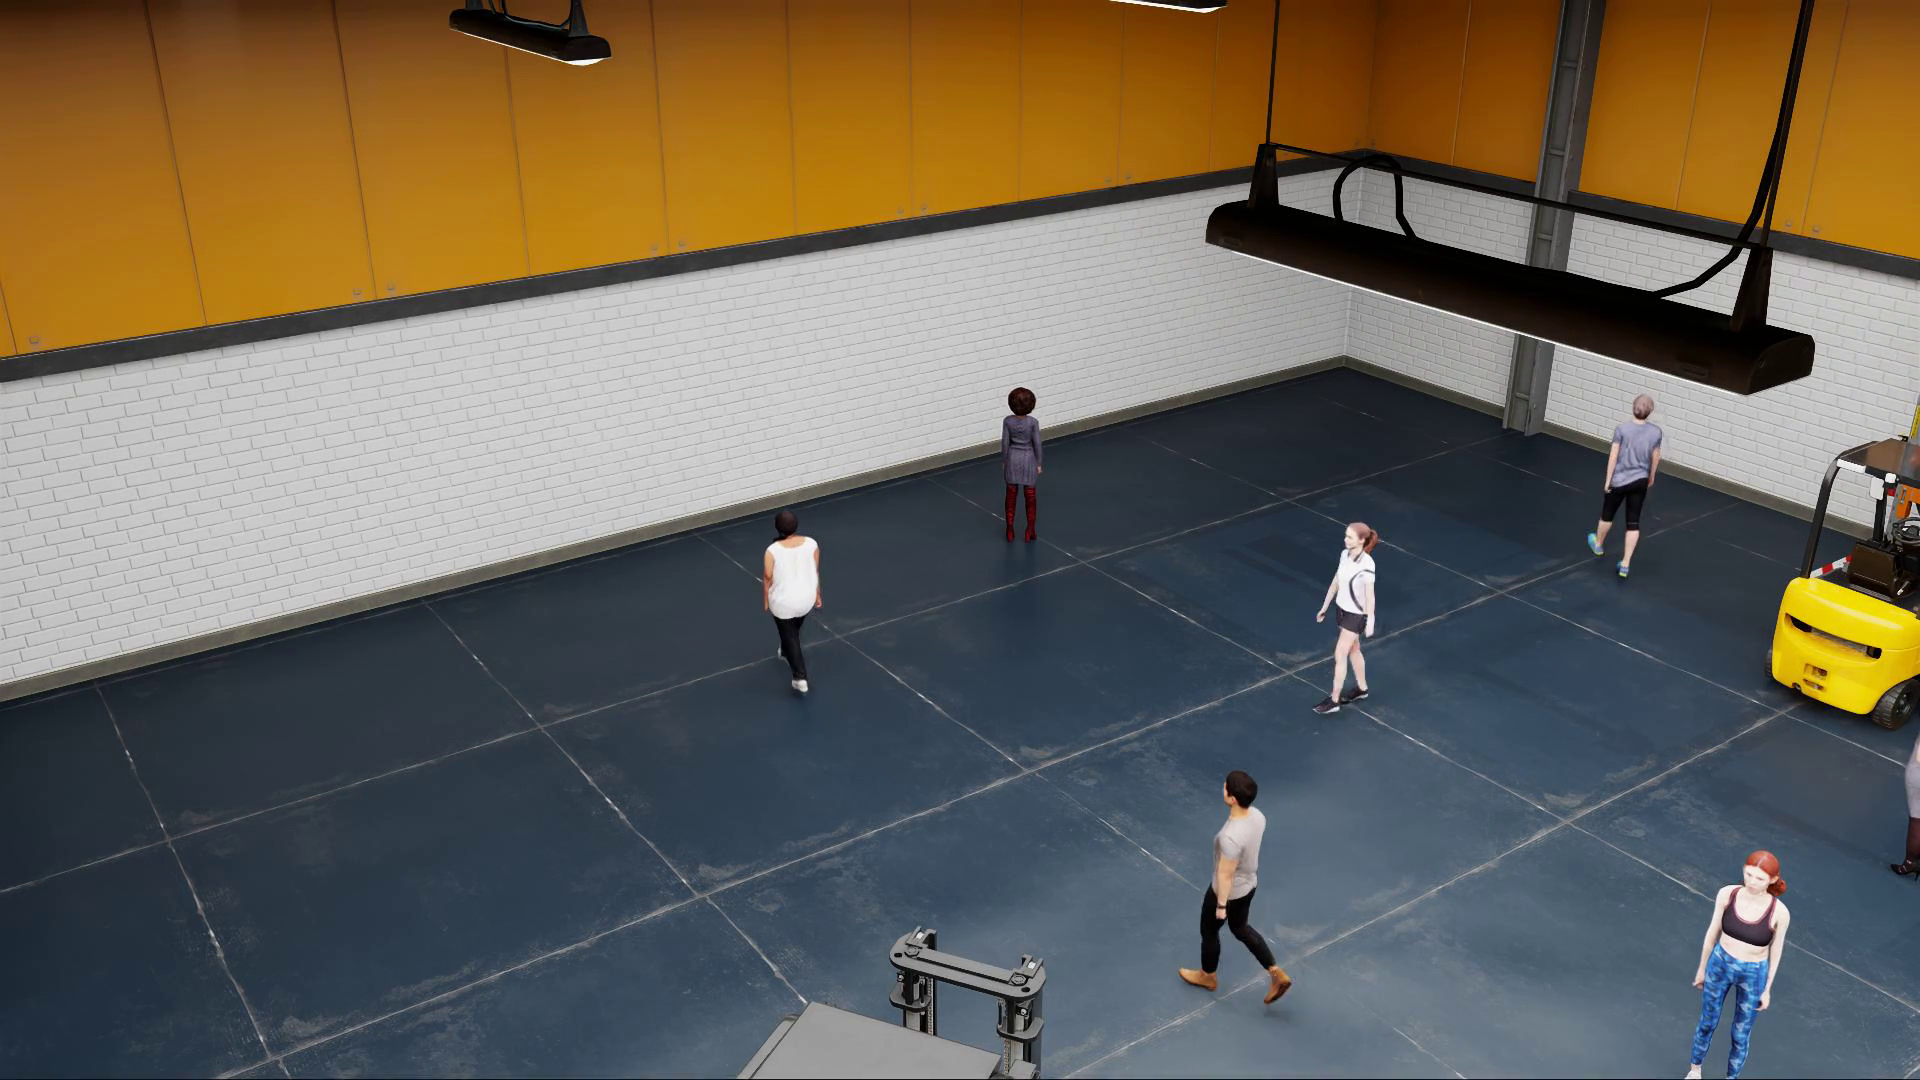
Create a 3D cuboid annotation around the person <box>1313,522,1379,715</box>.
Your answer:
[{"bbox_3d":[3.471,0.644,14.389,0.775,1.727,0.881,-8,25,-17],"label":"person"}]

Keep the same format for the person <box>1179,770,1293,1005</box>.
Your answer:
[{"bbox_3d":[1.828,2.269,10.705,1.071,1.700,0.788,18,29,35],"label":"person"}]

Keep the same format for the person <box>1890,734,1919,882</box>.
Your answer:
[{"bbox_3d":[7.112,1.662,12.018,0.744,1.760,0.733,-6,24,-14],"label":"person"}]

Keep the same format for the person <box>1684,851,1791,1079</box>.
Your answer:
[{"bbox_3d":[4.581,2.607,9.824,0.609,1.785,0.706,17,29,34],"label":"person"}]

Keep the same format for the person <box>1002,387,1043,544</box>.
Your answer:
[{"bbox_3d":[0.652,-0.798,17.706,0.647,1.711,0.716,5,24,12],"label":"person"}]

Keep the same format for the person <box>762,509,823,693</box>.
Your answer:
[{"bbox_3d":[-1.484,0.551,14.699,0.723,1.647,1.100,-12,26,-26],"label":"person"}]

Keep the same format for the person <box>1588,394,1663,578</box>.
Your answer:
[{"bbox_3d":[6.816,-0.520,16.899,1.094,1.849,1.170,3,24,7],"label":"person"}]
